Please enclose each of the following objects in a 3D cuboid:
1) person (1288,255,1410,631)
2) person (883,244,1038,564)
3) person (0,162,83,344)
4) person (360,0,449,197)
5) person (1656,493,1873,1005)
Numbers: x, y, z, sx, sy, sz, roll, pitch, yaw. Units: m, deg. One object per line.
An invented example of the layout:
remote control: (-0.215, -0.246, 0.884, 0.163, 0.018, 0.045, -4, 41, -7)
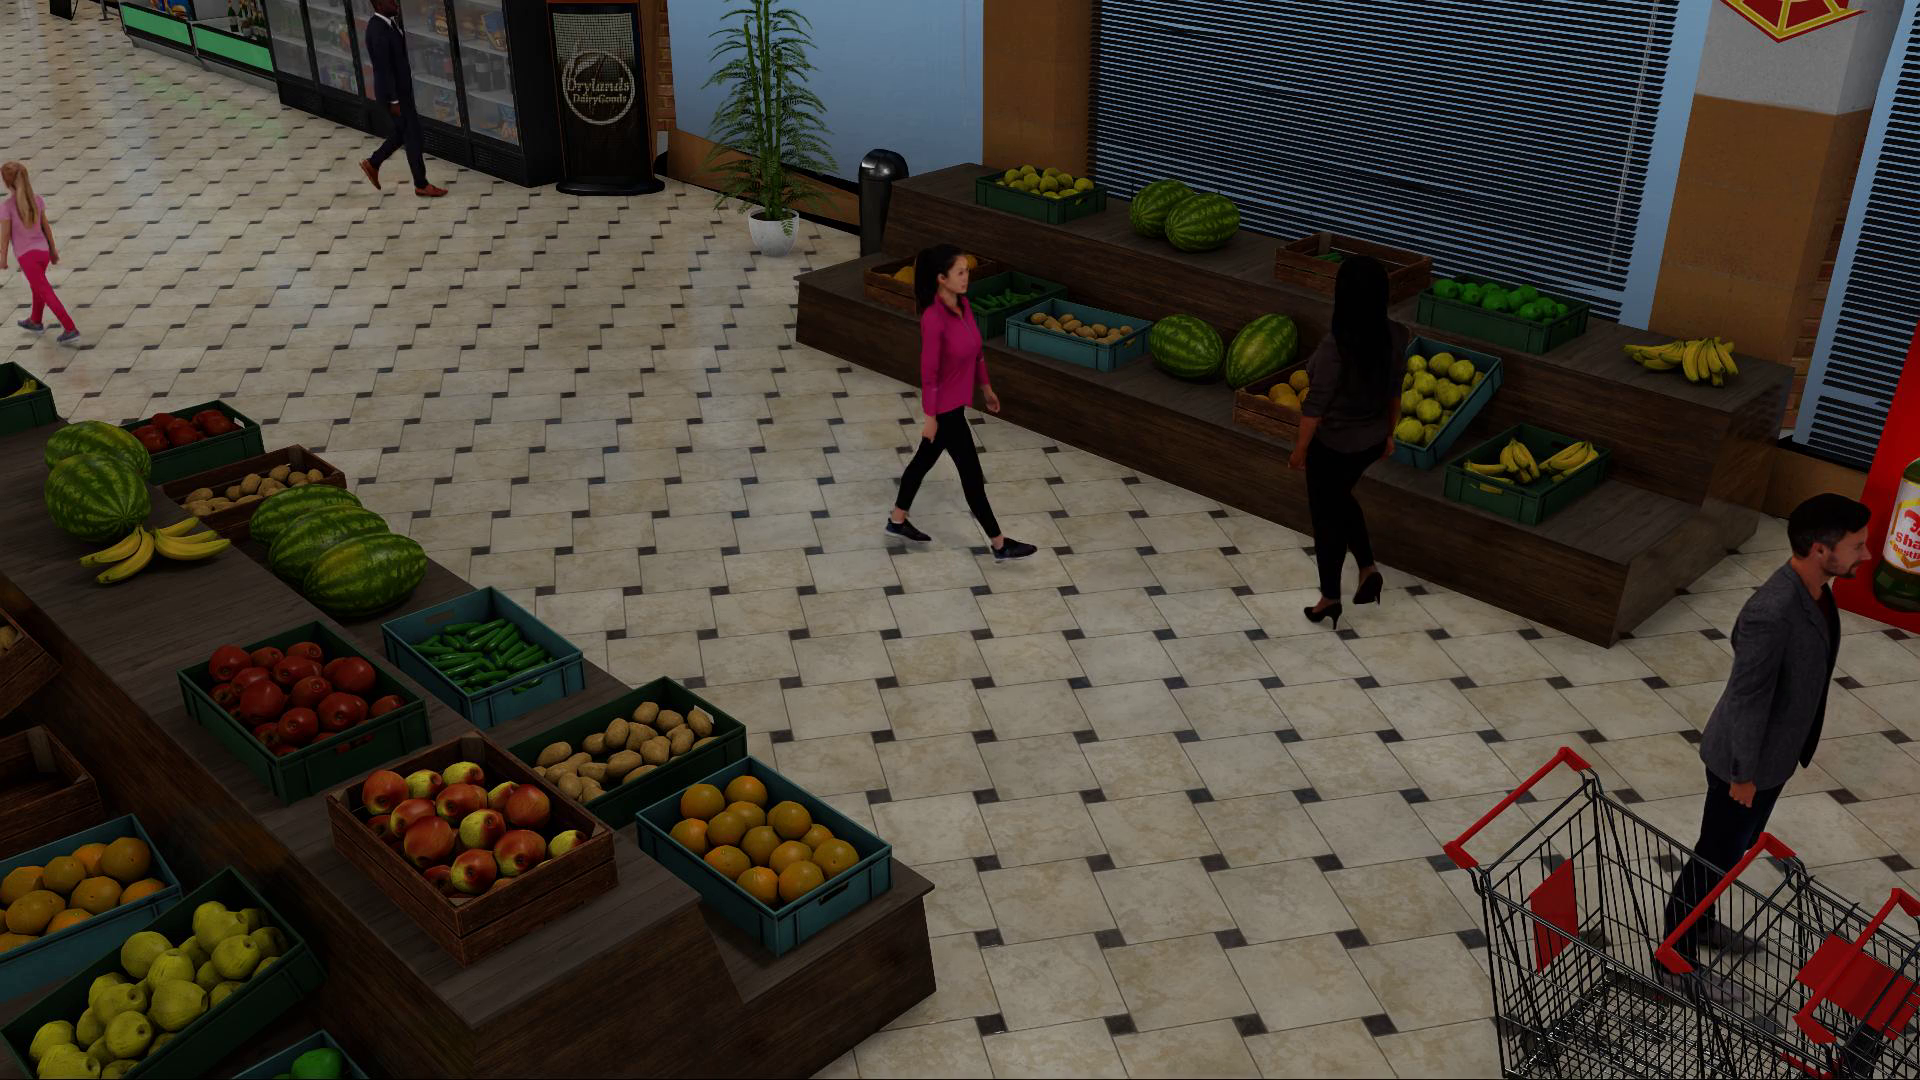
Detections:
person: (1.850, -0.381, 7.672, 0.701, 1.829, 0.715, -19, 32, -32)
person: (-0.145, -0.676, 8.445, 1.189, 1.655, 0.900, 10, 28, 18)
person: (-6.316, -1.940, 11.393, 0.958, 1.244, 0.727, 10, 29, 19)
person: (-5.055, -3.924, 14.687, 1.029, 1.803, 1.041, -7, 28, -13)
person: (2.630, 0.690, 5.514, 0.620, 1.870, 0.689, 21, 34, 35)
